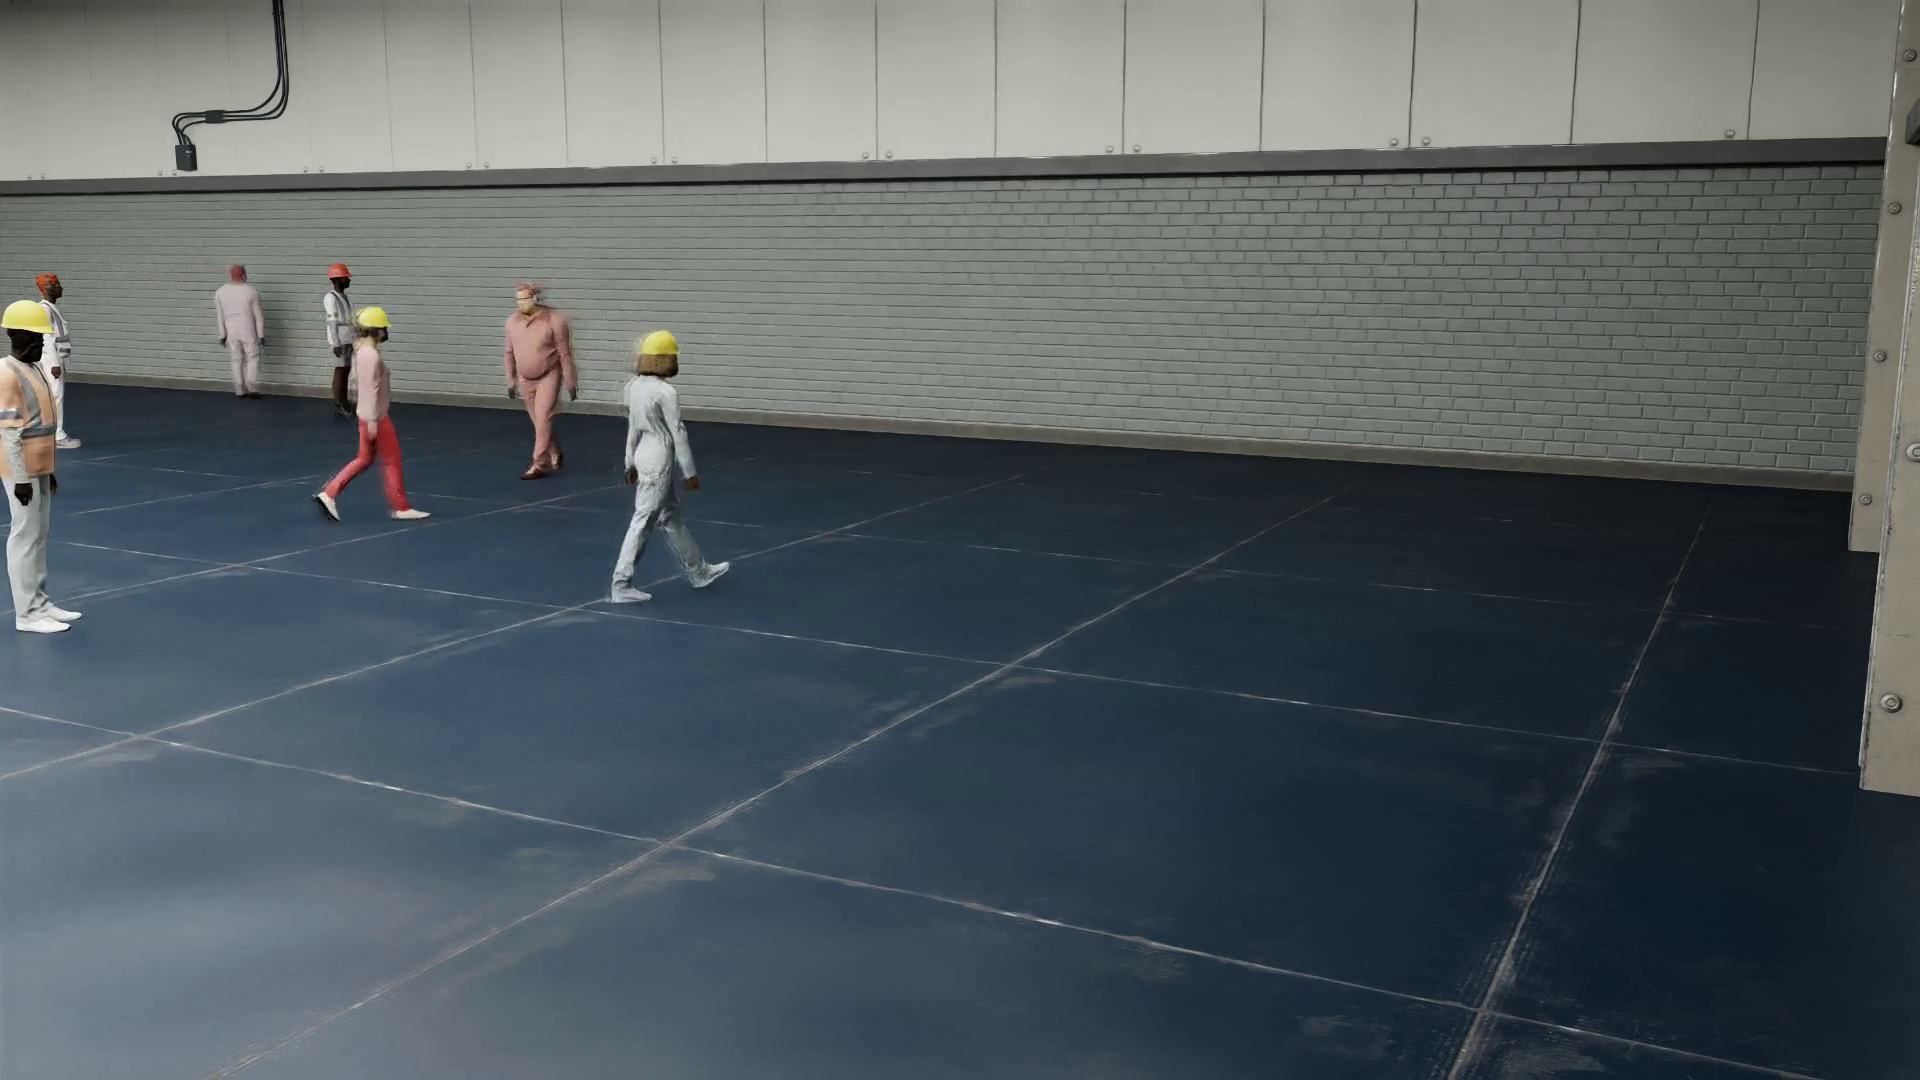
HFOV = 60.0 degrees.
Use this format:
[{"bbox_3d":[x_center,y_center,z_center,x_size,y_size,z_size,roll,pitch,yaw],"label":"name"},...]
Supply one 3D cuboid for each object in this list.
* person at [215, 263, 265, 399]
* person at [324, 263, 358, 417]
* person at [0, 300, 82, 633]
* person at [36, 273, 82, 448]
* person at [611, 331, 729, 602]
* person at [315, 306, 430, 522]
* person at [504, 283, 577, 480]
[{"bbox_3d":[-10.102,-2.932,23.427,0.651,1.917,0.404,1,10,3],"label":"person"},{"bbox_3d":[-7.825,-2.527,21.093,0.347,1.942,0.549,0,10,-2],"label":"person"},{"bbox_3d":[-5.400,-0.426,9.688,0.383,1.923,0.589,-3,11,-14],"label":"person"},{"bbox_3d":[-9.789,-1.932,18.006,0.349,1.884,0.584,-5,11,-25],"label":"person"},{"bbox_3d":[-1.854,-0.469,10.535,0.906,1.689,0.509,-8,13,-36],"label":"person"},{"bbox_3d":[-4.744,-0.997,13.301,0.804,1.738,0.527,-6,12,-29],"label":"person"},{"bbox_3d":[-4.003,-1.541,15.978,0.693,1.857,0.967,3,11,18],"label":"person"}]
